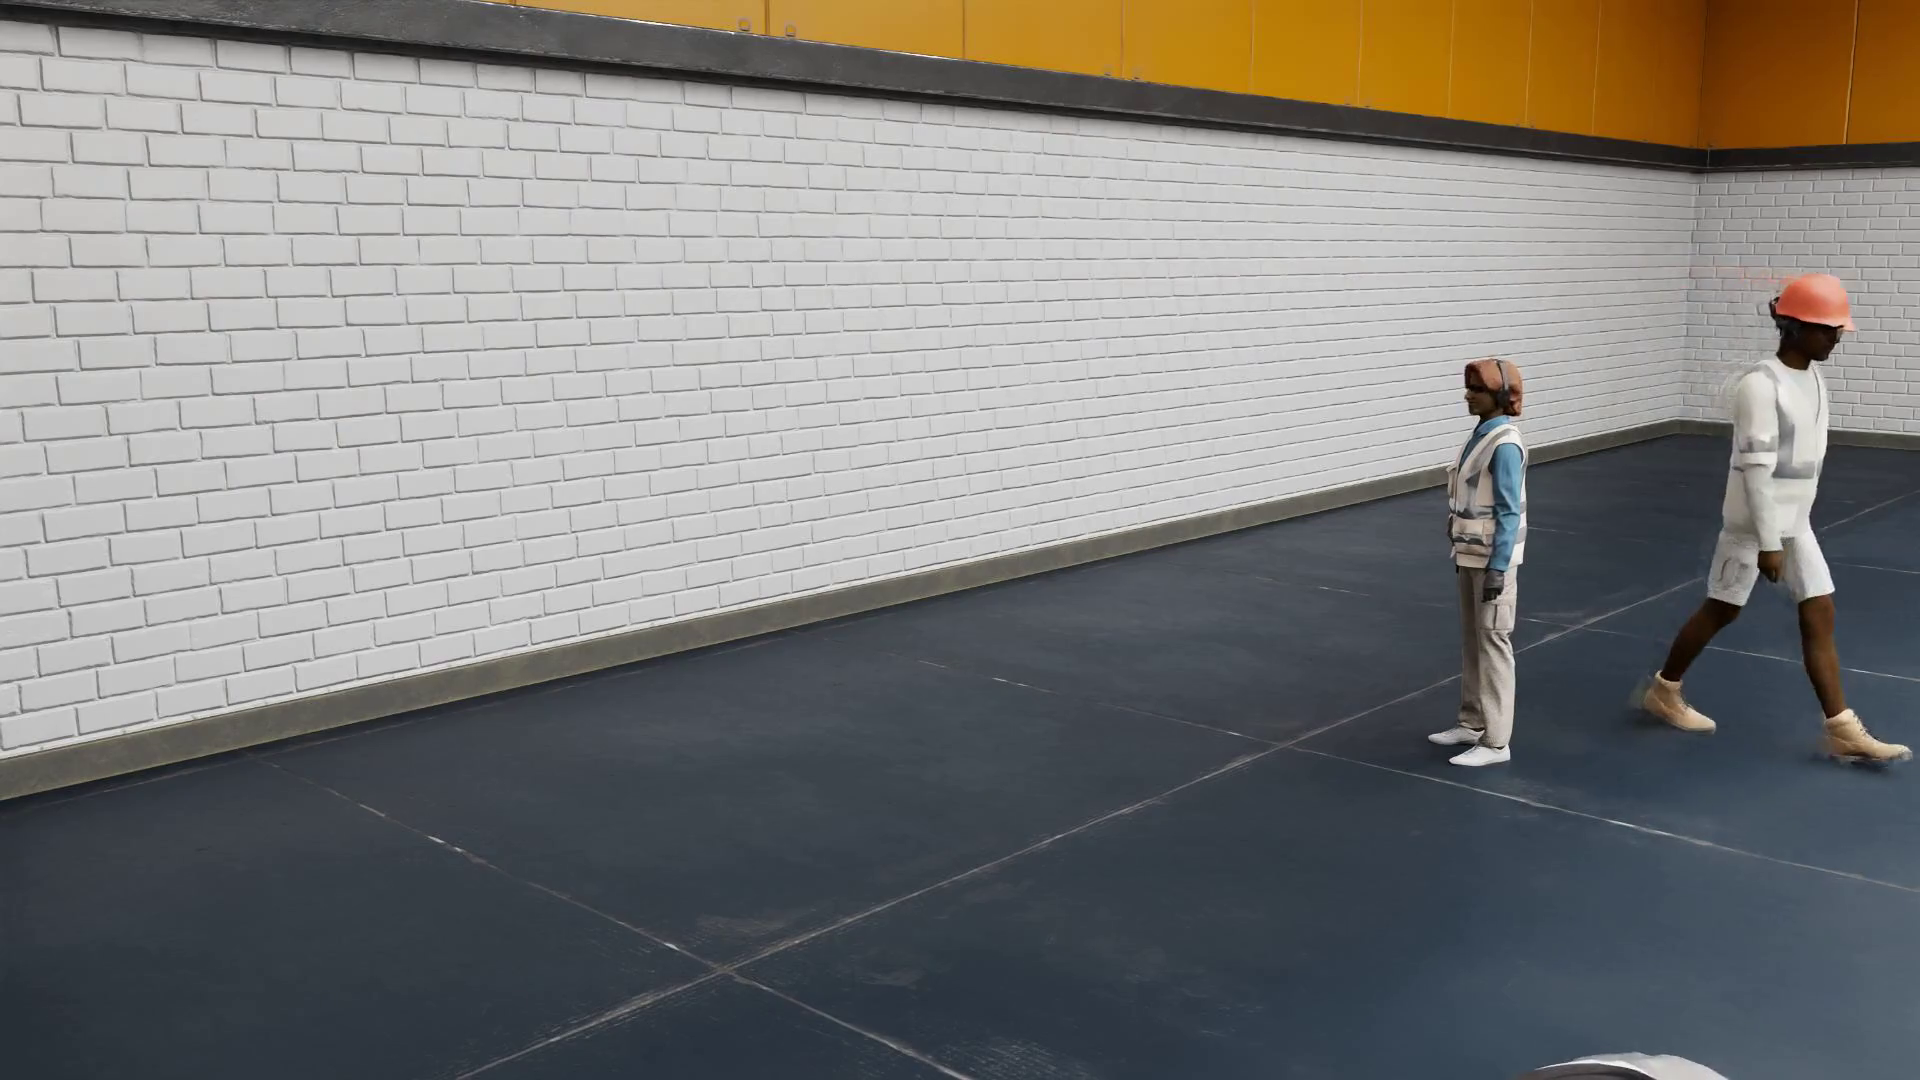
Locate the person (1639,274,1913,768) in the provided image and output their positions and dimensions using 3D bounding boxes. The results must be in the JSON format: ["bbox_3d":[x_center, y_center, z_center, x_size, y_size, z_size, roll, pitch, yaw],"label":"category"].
[{"bbox_3d":[3.322,-0.089,6.790,0.620,1.975,1.096,-7,12,-36],"label":"person"}]

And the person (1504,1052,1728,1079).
[{"bbox_3d":[0.322,0.971,0.994,0.573,1.885,0.356,-9,13,-41],"label":"person"}]

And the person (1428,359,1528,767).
[{"bbox_3d":[2.116,0.091,6.706,0.306,1.640,0.523,0,10,2],"label":"person"}]
